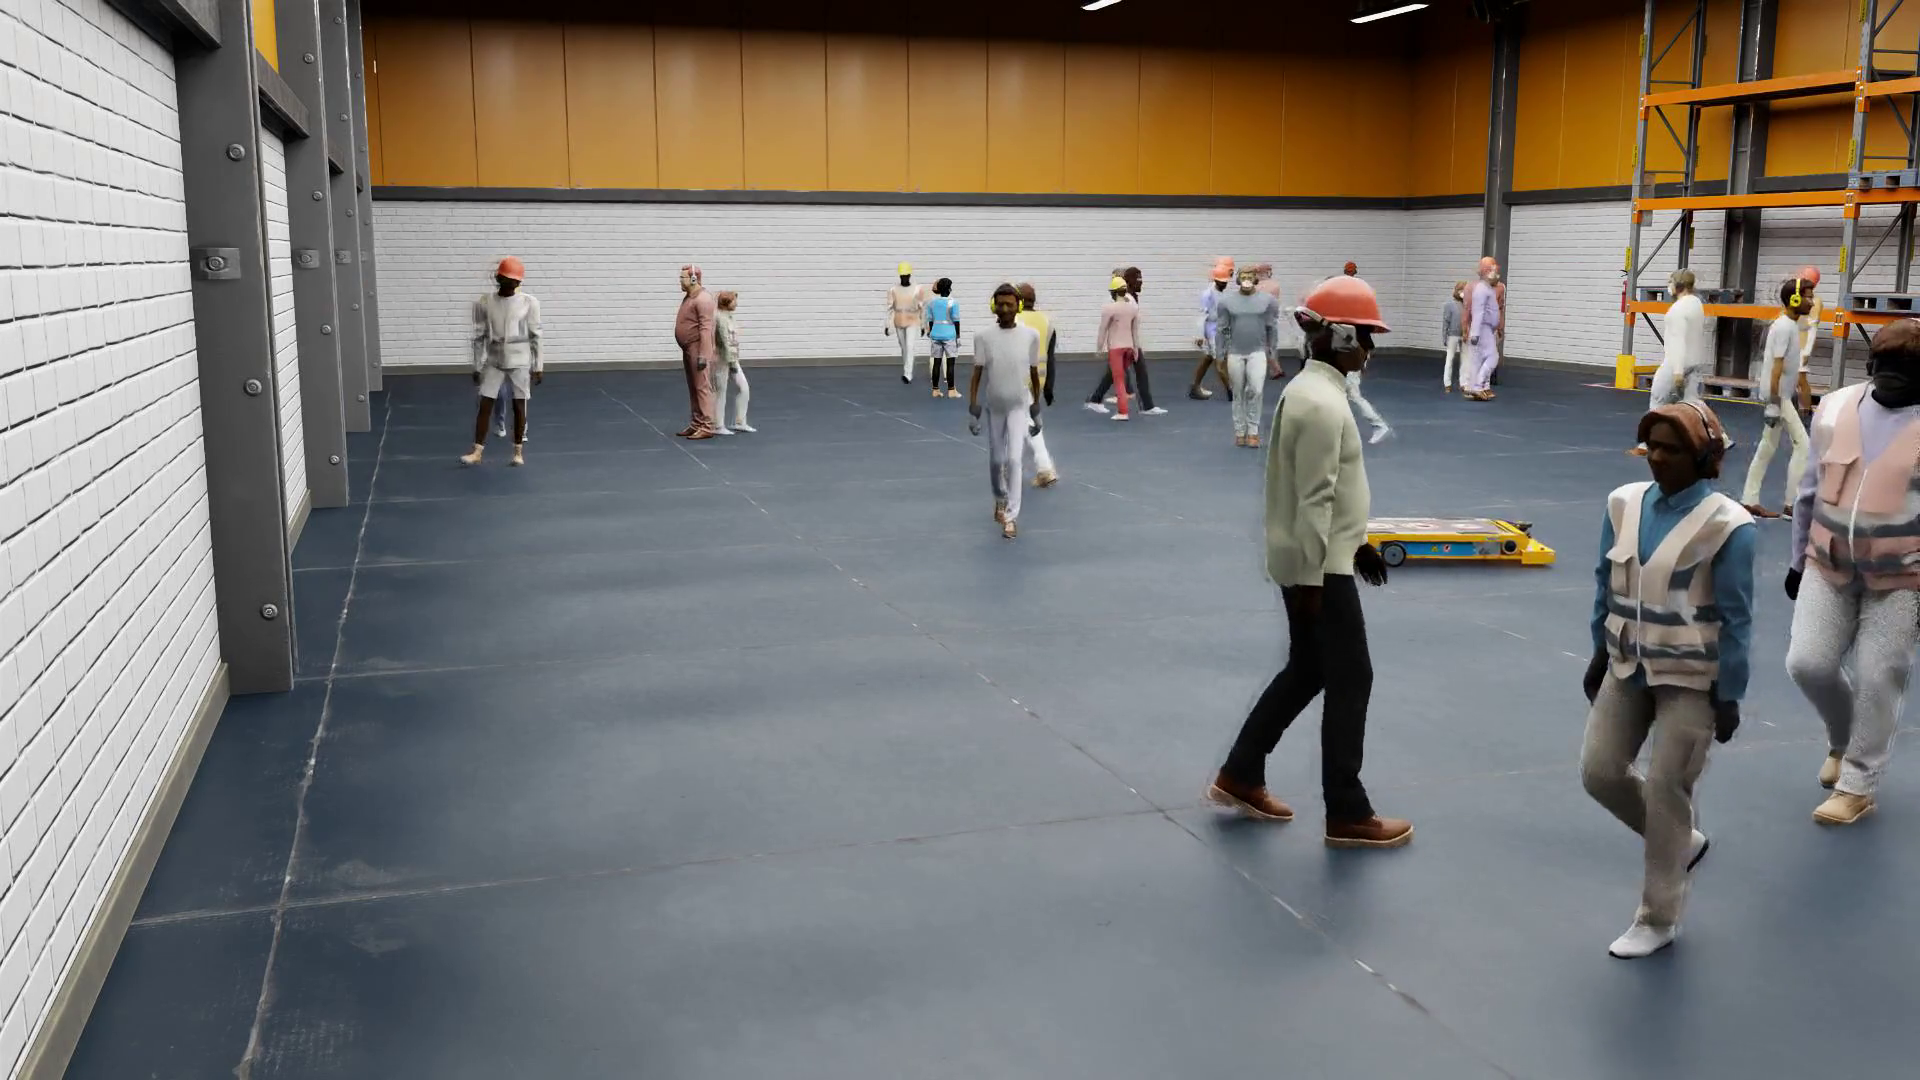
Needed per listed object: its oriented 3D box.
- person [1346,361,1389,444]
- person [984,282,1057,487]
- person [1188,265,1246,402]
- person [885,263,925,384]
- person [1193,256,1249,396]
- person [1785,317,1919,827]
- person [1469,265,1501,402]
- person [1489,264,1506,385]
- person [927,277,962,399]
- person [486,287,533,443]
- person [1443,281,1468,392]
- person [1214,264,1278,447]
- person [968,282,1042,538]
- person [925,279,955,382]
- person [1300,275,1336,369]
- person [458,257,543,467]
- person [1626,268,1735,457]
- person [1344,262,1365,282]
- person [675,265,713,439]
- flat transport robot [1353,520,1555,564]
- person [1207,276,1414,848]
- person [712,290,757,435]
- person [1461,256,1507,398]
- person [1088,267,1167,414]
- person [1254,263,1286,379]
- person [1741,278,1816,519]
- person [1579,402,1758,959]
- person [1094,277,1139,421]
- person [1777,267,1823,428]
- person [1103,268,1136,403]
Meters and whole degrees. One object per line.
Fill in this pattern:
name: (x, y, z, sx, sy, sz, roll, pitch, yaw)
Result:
person: (4.256, -1.890, 17.916, 0.856, 1.707, 0.493, 7, 12, 35)
person: (0.576, -1.374, 14.682, 0.616, 1.793, 0.992, -8, 13, -41)
person: (3.551, -2.833, 22.910, 0.943, 1.874, 0.605, 8, 13, 40)
person: (-0.871, -3.386, 26.061, 0.605, 1.868, 1.013, 2, 10, 13)
person: (3.754, -3.030, 23.685, 0.969, 1.991, 0.624, 1, 10, 7)
person: (3.263, 0.124, 5.905, 0.475, 1.821, 0.652, -8, 12, -37)
person: (7.247, -2.829, 22.840, 0.492, 1.875, 0.706, 4, 11, 22)
person: (8.138, -3.362, 25.747, 0.551, 1.935, 0.375, -1, 10, -5)
person: (-0.211, -2.830, 23.360, 0.534, 1.699, 0.318, 6, 12, 32)
person: (-4.933, -1.957, 18.210, 0.519, 1.731, 0.884, -4, 10, -21)
person: (7.320, -2.971, 24.387, 0.497, 1.625, 0.279, -1, 10, -5)
person: (2.981, -1.915, 17.402, 0.655, 1.921, 0.667, 2, 10, 13)
person: (0.339, -0.976, 12.248, 0.532, 1.839, 0.909, 1, 10, 5)
person: (-0.315, -3.312, 26.336, 0.501, 1.631, 0.286, 4, 11, 24)
person: (4.179, -2.116, 18.966, 0.632, 1.798, 0.959, 3, 10, 17)
person: (-4.356, -1.676, 15.810, 0.784, 2.004, 0.470, 0, 10, -3)
person: (7.159, -1.722, 16.381, 0.967, 1.911, 0.635, 9, 14, 44)
person: (6.922, -3.997, 29.585, 0.575, 1.883, 0.355, 2, 10, 14)
person: (-2.933, -2.062, 18.308, 0.401, 1.910, 0.640, -4, 11, -24)
flat transport robot: (3.156, -0.001, 11.108, 1.431, 0.197, 0.652, 0, 10, 3)
person: (1.213, 0.073, 5.800, 0.651, 1.966, 0.635, 1, 10, 3)
person: (-2.527, -1.969, 18.588, 0.586, 1.619, 0.527, 2, 10, 11)
person: (7.393, -2.991, 23.463, 0.626, 1.986, 0.439, -1, 10, -7)
person: (2.096, -2.524, 21.109, 1.003, 1.874, 0.603, 3, 10, 19)
person: (4.896, -3.498, 26.735, 0.662, 1.863, 0.943, 7, 12, 36)
person: (6.365, -1.055, 12.653, 0.756, 1.841, 0.559, 4, 11, 24)
person: (2.083, 0.401, 4.849, 0.430, 1.622, 0.535, -5, 11, -25)
person: (1.911, -2.334, 20.368, 0.530, 1.745, 0.605, -7, 12, -36)
person: (9.843, -2.257, 19.535, 0.392, 1.884, 0.658, -3, 10, -15)
person: (2.201, -2.771, 22.668, 0.551, 1.846, 0.533, 0, 10, -2)
